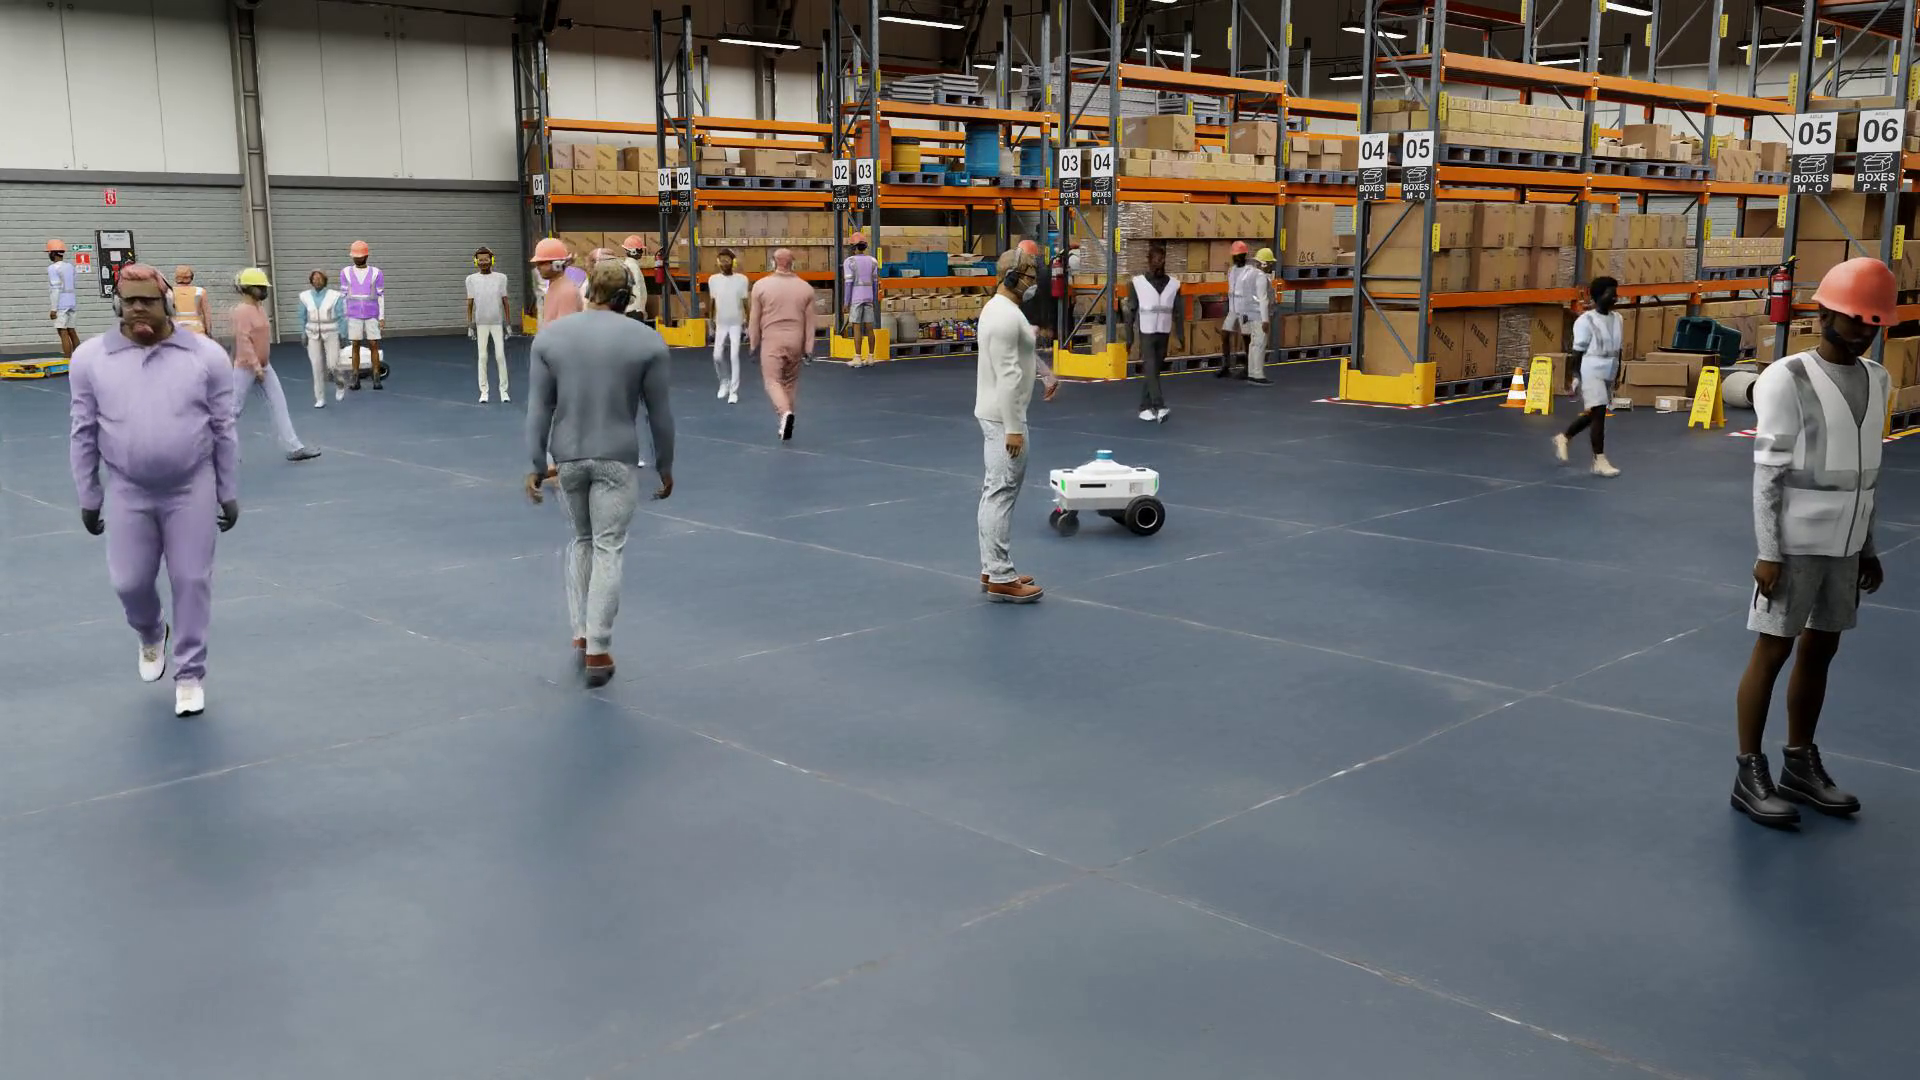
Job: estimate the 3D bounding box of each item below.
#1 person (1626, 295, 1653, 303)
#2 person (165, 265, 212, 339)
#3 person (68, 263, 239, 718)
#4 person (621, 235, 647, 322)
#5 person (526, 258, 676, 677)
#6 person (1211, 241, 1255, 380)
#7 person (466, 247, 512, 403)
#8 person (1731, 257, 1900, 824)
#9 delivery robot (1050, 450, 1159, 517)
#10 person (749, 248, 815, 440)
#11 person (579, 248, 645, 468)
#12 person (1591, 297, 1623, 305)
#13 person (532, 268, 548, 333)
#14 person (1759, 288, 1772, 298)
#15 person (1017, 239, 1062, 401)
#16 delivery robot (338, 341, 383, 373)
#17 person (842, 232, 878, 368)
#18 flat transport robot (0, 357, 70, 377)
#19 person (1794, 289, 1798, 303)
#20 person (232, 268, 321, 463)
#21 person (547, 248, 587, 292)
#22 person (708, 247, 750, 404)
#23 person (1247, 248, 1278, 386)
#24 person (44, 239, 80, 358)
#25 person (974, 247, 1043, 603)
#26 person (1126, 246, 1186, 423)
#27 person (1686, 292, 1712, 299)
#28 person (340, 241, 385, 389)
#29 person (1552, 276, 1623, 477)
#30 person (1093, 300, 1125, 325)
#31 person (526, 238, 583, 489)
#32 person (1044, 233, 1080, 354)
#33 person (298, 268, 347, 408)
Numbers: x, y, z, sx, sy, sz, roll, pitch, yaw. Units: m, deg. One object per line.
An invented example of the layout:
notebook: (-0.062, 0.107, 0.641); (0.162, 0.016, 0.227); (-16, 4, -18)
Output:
person: (13.658, -5.026, 33.365); (0.587, 1.855, 0.887); (8, 13, 37)
person: (-9.333, -2.494, 20.130); (0.523, 1.636, 0.311); (-4, 11, -21)
person: (-3.399, -0.224, 7.072); (0.645, 1.889, 0.576); (-4, 11, -20)
person: (-4.432, -3.138, 22.663); (0.375, 1.995, 0.609); (-5, 11, -24)
person: (-1.652, -0.345, 7.698); (0.647, 1.890, 0.793); (1, 10, 3)
person: (3.834, -3.187, 23.156); (0.779, 1.907, 0.566); (-8, 13, -36)
person: (-5.680, -2.593, 20.088); (0.517, 1.860, 0.325); (-3, 11, -15)
person: (2.953, 0.009, 5.691); (0.542, 1.927, 0.381); (-4, 11, -20)
delivery robot: (0.981, -0.368, 11.337); (0.707, 0.478, 0.477); (-2, 11, -10)
person: (-1.726, -1.918, 16.312); (0.642, 1.884, 0.802); (-5, 11, -23)
person: (-3.028, -1.540, 14.228); (0.416, 1.908, 0.643); (0, 10, 0)
person: (10.979, -4.041, 28.075); (0.716, 1.808, 0.627); (-9, 14, -41)
person: (-8.148, -4.792, 32.676); (0.521, 1.635, 0.310); (3, 11, 16)
person: (15.752, -4.882, 32.046); (0.615, 2.040, 0.392); (6, 12, 30)
person: (0.858, -2.609, 19.893); (0.964, 1.959, 0.612); (-6, 12, -29)
delivery robot: (-8.392, -2.523, 23.100); (0.477, 0.478, 0.707); (8, 13, 37)
person: (-1.539, -3.674, 25.451); (0.605, 2.045, 0.383); (-8, 13, -38)
flat transport robot: (-13.228, -2.487, 23.936); (0.652, 0.197, 1.431); (1, 10, 6)
person: (16.256, -4.849, 32.539); (0.951, 1.789, 0.654); (5, 12, 26)
person: (-6.222, -1.532, 14.681); (0.923, 1.721, 0.527); (1, 10, 7)
person: (-5.579, -3.245, 23.719); (0.608, 1.809, 0.828); (-2, 11, -9)
person: (-2.767, -2.577, 20.006); (0.515, 1.858, 0.401); (0, 10, 2)
person: (4.057, -2.996, 22.343); (0.404, 1.827, 0.600); (0, 10, -3)
person: (-13.249, -3.449, 24.516); (0.363, 1.935, 0.553); (1, 10, 3)
person: (0.266, -0.642, 9.224); (0.371, 1.935, 0.627); (-1, 10, -3)
person: (2.133, -2.186, 17.800); (0.618, 1.868, 0.966); (-4, 11, -19)
person: (13.871, -4.530, 31.242); (0.279, 1.632, 0.502); (-8, 13, -36)
person: (-7.811, -2.942, 21.778); (0.543, 1.928, 0.374); (-3, 11, -16)
person: (5.357, -1.410, 14.145); (0.538, 1.671, 0.769); (-6, 12, -29)
person: (3.284, -5.582, 36.246); (1.040, 1.905, 0.614); (-8, 13, -36)
person: (-3.205, -1.369, 13.075); (0.650, 1.974, 0.625); (-6, 12, -30)
person: (1.680, -4.116, 27.987); (0.536, 2.000, 0.688); (-9, 13, -39)
person: (-7.443, -2.369, 19.471); (0.513, 1.626, 0.404); (-1, 10, -4)
